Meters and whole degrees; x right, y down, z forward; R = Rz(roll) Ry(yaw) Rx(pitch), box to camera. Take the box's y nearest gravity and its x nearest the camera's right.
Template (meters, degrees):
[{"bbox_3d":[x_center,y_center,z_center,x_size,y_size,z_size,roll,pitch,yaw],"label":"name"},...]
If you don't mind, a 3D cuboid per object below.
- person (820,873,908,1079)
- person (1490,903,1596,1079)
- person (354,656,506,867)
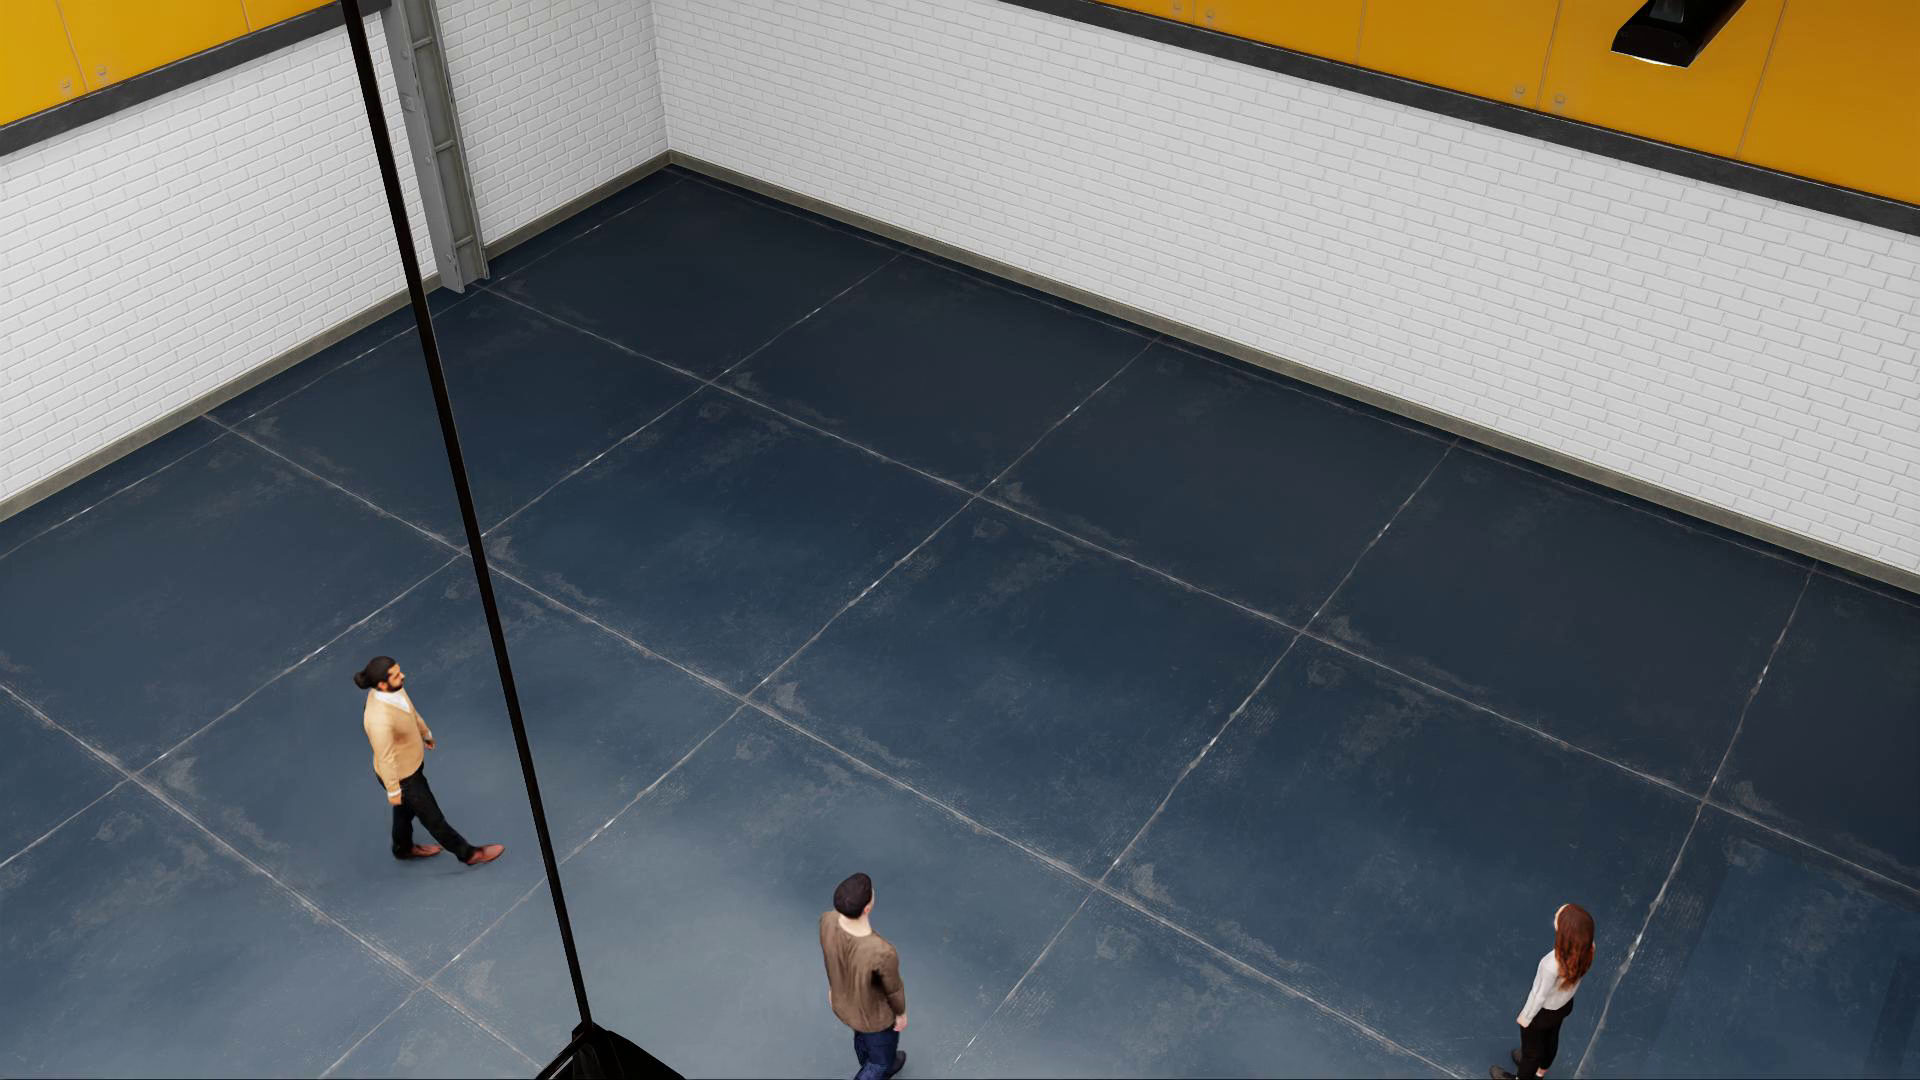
[{"bbox_3d":[-0.548,2.513,8.865,0.698,1.871,1.019,26,46,29],"label":"person"},{"bbox_3d":[3.248,2.546,9.133,0.511,1.485,0.656,-25,45,-28],"label":"person"},{"bbox_3d":[-3.530,1.418,10.348,1.092,1.731,1.029,-6,39,-7],"label":"person"}]
